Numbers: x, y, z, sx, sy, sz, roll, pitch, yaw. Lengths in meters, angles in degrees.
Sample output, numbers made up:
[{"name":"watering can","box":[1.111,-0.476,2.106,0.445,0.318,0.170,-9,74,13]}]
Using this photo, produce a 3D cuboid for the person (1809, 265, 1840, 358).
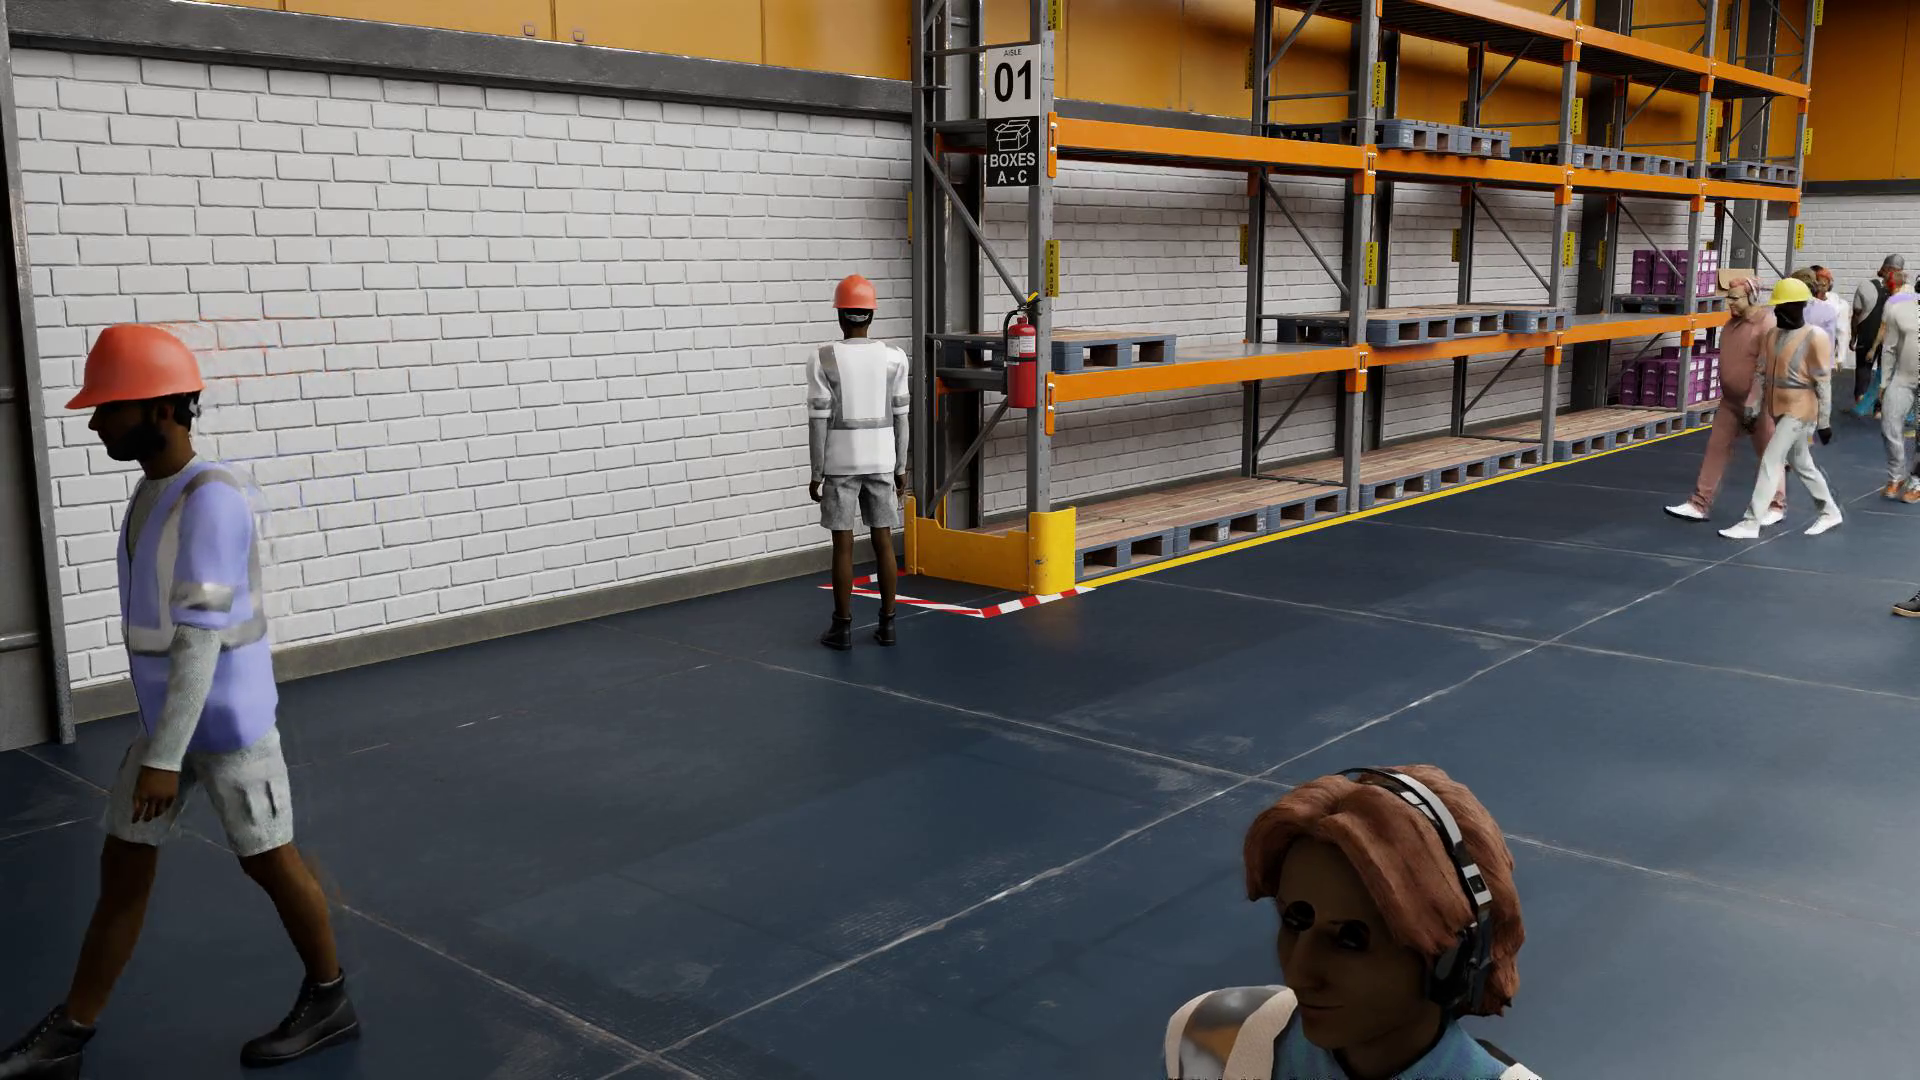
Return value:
[{"name":"person","box":[10.105,-2.324,19.775,0.606,1.888,0.944,8,12,37]}]

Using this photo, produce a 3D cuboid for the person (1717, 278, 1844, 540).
[{"name":"person","box":[5.966,-0.931,11.899,1.029,1.873,0.578,-1,10,-4]}]

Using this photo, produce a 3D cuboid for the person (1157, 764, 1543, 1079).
[{"name":"person","box":[0.374,0.996,1.551,0.517,1.639,0.314,10,14,44]}]

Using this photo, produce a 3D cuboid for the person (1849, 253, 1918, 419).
[{"name":"person","box":[11.257,-2.494,20.282,0.699,2.000,0.543,6,12,32]}]

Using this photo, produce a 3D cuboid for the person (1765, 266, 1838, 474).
[{"name":"person","box":[7.562,-1.517,15.081,0.636,1.914,0.798,5,11,27]}]

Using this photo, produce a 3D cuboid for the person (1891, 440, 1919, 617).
[{"name":"person","box":[5.502,-0.498,9.128,0.365,1.963,0.610,-2,10,-13]}]

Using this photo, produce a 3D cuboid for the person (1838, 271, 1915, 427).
[{"name":"person","box":[10.820,-2.246,19.521,0.928,1.801,0.577,9,13,41]}]

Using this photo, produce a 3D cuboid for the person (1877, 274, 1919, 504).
[{"name":"person","box":[7.788,-1.247,13.489,0.464,1.928,0.662,-9,14,-43]}]

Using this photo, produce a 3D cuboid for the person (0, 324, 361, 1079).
[{"name":"person","box":[-1.944,0.442,3.992,0.549,1.891,0.962,9,14,43]}]

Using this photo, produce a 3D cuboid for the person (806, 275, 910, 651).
[{"name":"person","box":[-0.532,-0.392,8.608,0.545,1.939,0.354,-4,11,-19]}]

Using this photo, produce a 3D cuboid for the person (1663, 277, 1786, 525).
[{"name":"person","box":[5.808,-1.021,12.413,0.970,1.849,0.675,-3,10,-15]}]

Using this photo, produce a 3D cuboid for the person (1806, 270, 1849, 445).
[{"name":"person","box":[8.895,-1.873,17.317,0.578,1.830,0.978,5,11,26]}]
